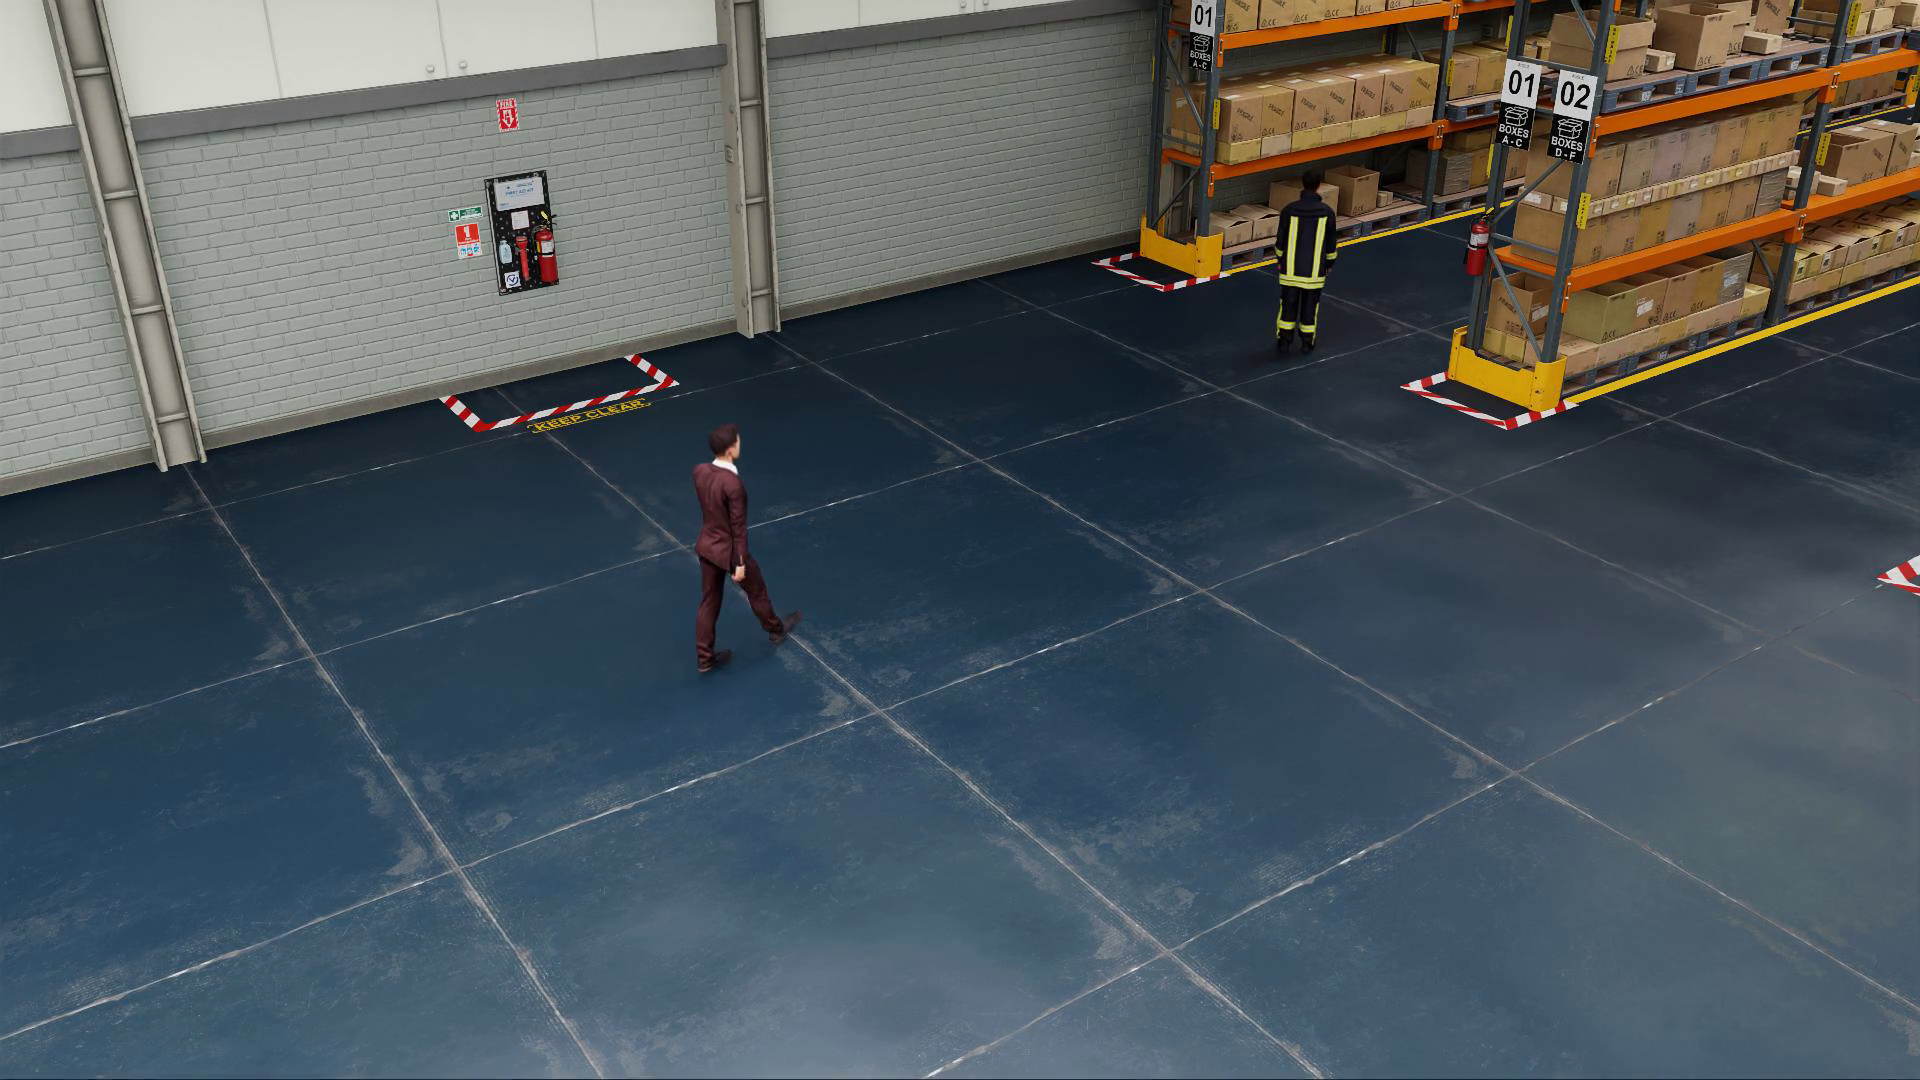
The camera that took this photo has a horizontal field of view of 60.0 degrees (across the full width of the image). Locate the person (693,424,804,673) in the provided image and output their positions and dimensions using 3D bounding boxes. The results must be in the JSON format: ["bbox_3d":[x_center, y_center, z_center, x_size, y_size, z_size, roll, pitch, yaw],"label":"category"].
[{"bbox_3d":[-1.702,0.103,11.600,0.893,1.827,1.194,20,33,34],"label":"person"}]

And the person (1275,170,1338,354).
[{"bbox_3d":[3.583,-2.898,17.318,0.894,1.927,0.935,7,28,13],"label":"person"}]
